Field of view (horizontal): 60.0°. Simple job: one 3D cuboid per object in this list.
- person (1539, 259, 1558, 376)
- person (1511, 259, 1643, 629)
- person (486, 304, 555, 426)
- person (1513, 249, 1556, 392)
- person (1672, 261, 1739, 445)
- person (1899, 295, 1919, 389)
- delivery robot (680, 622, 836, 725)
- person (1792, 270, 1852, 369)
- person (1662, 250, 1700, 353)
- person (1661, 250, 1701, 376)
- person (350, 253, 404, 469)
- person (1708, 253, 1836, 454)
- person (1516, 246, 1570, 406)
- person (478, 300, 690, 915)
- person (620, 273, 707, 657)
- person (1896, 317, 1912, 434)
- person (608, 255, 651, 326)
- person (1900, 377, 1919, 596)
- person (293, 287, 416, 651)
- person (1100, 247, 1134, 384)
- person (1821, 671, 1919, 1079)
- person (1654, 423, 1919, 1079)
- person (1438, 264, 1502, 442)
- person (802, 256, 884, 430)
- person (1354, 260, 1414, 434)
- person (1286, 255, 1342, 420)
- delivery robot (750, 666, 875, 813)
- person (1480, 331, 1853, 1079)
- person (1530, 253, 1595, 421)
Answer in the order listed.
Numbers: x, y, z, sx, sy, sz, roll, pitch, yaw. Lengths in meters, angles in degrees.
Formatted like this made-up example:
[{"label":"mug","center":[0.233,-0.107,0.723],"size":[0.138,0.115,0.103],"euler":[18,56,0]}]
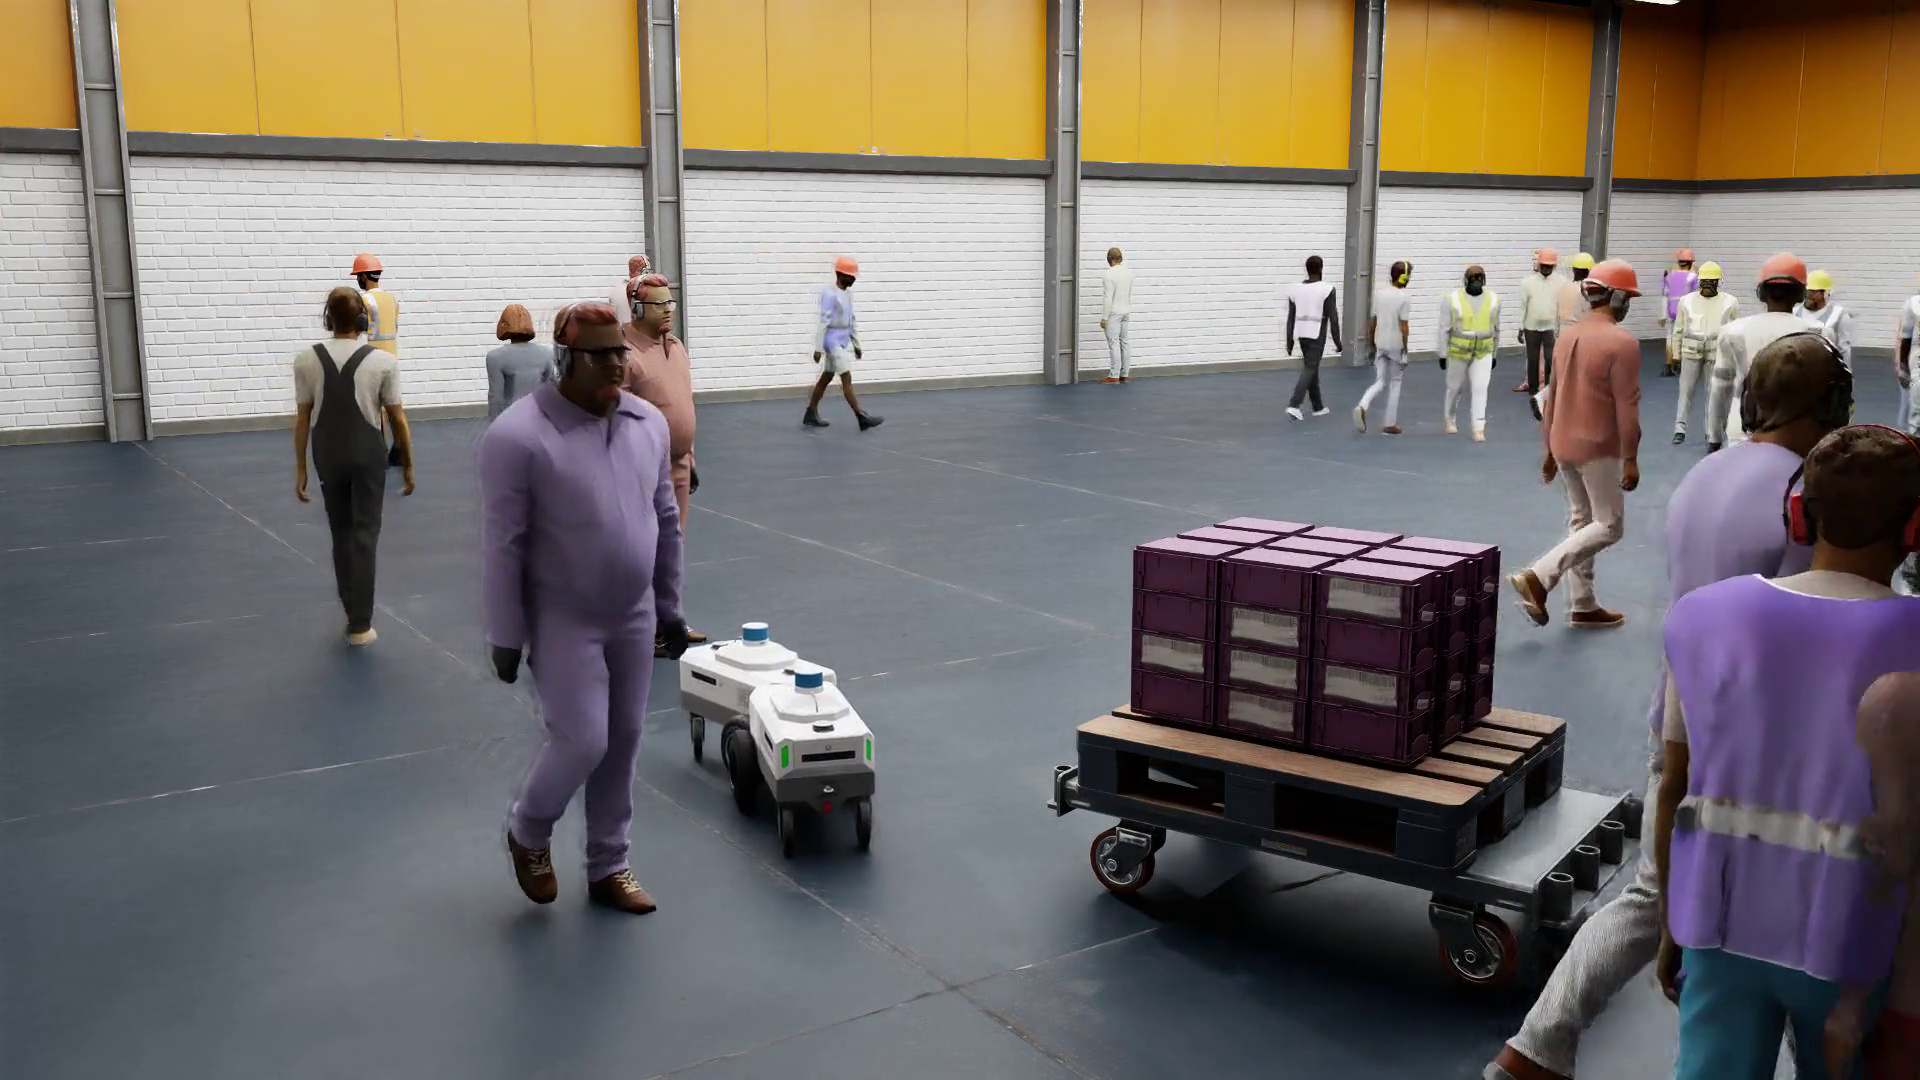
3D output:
[{"label":"person","center":[8.025,-3.013,22.776],"size":[0.417,1.904,0.661],"euler":[7,13,35]},{"label":"person","center":[3.220,-0.473,8.661],"size":[0.658,1.967,0.623],"euler":[-3,11,-14]},{"label":"person","center":[-2.926,-0.754,11.123],"size":[0.507,1.632,0.268],"euler":[-10,14,-43]},{"label":"person","center":[7.681,-2.896,22.115],"size":[0.407,1.910,0.640],"euler":[-3,11,-16]},{"label":"person","center":[7.443,-1.860,16.641],"size":[0.597,1.831,0.403],"euler":[4,11,23]},{"label":"person","center":[8.744,-1.582,14.888],"size":[0.616,1.920,0.998],"euler":[5,11,24]},{"label":"delivery robot","center":[-0.805,0.569,6.570],"size":[0.477,0.478,0.707],"euler":[-9,14,-39]},{"label":"person","center":[7.590,-1.503,14.830],"size":[0.942,1.787,0.614],"euler":[-7,13,-34]},{"label":"person","center":[12.901,-4.259,29.771],"size":[0.633,1.840,0.429],"euler":[4,11,19]},{"label":"person","center":[10.844,-3.396,24.935],"size":[1.008,1.885,0.552],"euler":[-6,12,-32]},{"label":"person","center":[-5.256,-1.596,14.934],"size":[0.382,1.932,0.541],"euler":[3,11,15]},{"label":"person","center":[4.520,-0.604,9.335],"size":[0.629,1.989,1.065],"euler":[7,12,33]},{"label":"person","center":[7.121,-2.595,20.328],"size":[0.618,1.964,0.484],"euler":[4,11,22]},{"label":"person","center":[-1.123,0.223,5.057],"size":[0.434,1.891,0.659],"euler":[8,13,38]},{"label":"person","center":[-1.517,-0.368,8.294],"size":[0.403,1.900,0.647],"euler":[5,11,24]},{"label":"person","center":[9.177,-1.644,15.784],"size":[0.533,1.710,0.931],"euler":[3,11,17]},{"label":"person","center":[-3.143,-1.851,16.419],"size":[0.643,1.903,0.401],"euler":[6,12,29]},{"label":"person","center":[5.205,-0.349,8.743],"size":[0.476,1.693,0.905],"euler":[4,11,21]},{"label":"person","center":[-3.097,-0.385,8.580],"size":[0.549,1.814,0.809],"euler":[-1,10,-6]},{"label":"person","center":[2.202,-3.164,23.512],"size":[0.376,1.934,0.629],"euler":[9,14,40]},{"label":"person","center":[1.663,0.725,2.719],"size":[0.530,1.742,0.722],"euler":[2,10,8]},{"label":"person","center":[1.390,0.704,2.781],"size":[0.561,1.779,0.981],"euler":[9,14,40]},{"label":"person","center":[5.260,-1.952,17.252],"size":[0.639,1.808,0.922],"euler":[1,10,4]},{"label":"person","center":[-1.301,-2.118,17.970],"size":[1.030,1.866,0.609],"euler":[4,11,19]},{"label":"person","center":[4.446,-1.989,17.337],"size":[0.691,1.836,0.537],"euler":[-8,13,-38]},{"label":"person","center":[4.022,-2.325,19.095],"size":[1.002,1.875,0.595],"euler":[-9,14,-41]},{"label":"delivery robot","center":[-0.532,0.693,5.893],"size":[0.477,0.478,0.707],"euler":[-3,11,-15]},{"label":"person","center":[1.700,0.476,3.747],"size":[0.997,1.882,0.684],"euler":[-1,10,-6]},{"label":"person","center":[6.721,-2.204,18.328],"size":[0.704,1.908,0.591],"euler":[-3,11,-16]}]
